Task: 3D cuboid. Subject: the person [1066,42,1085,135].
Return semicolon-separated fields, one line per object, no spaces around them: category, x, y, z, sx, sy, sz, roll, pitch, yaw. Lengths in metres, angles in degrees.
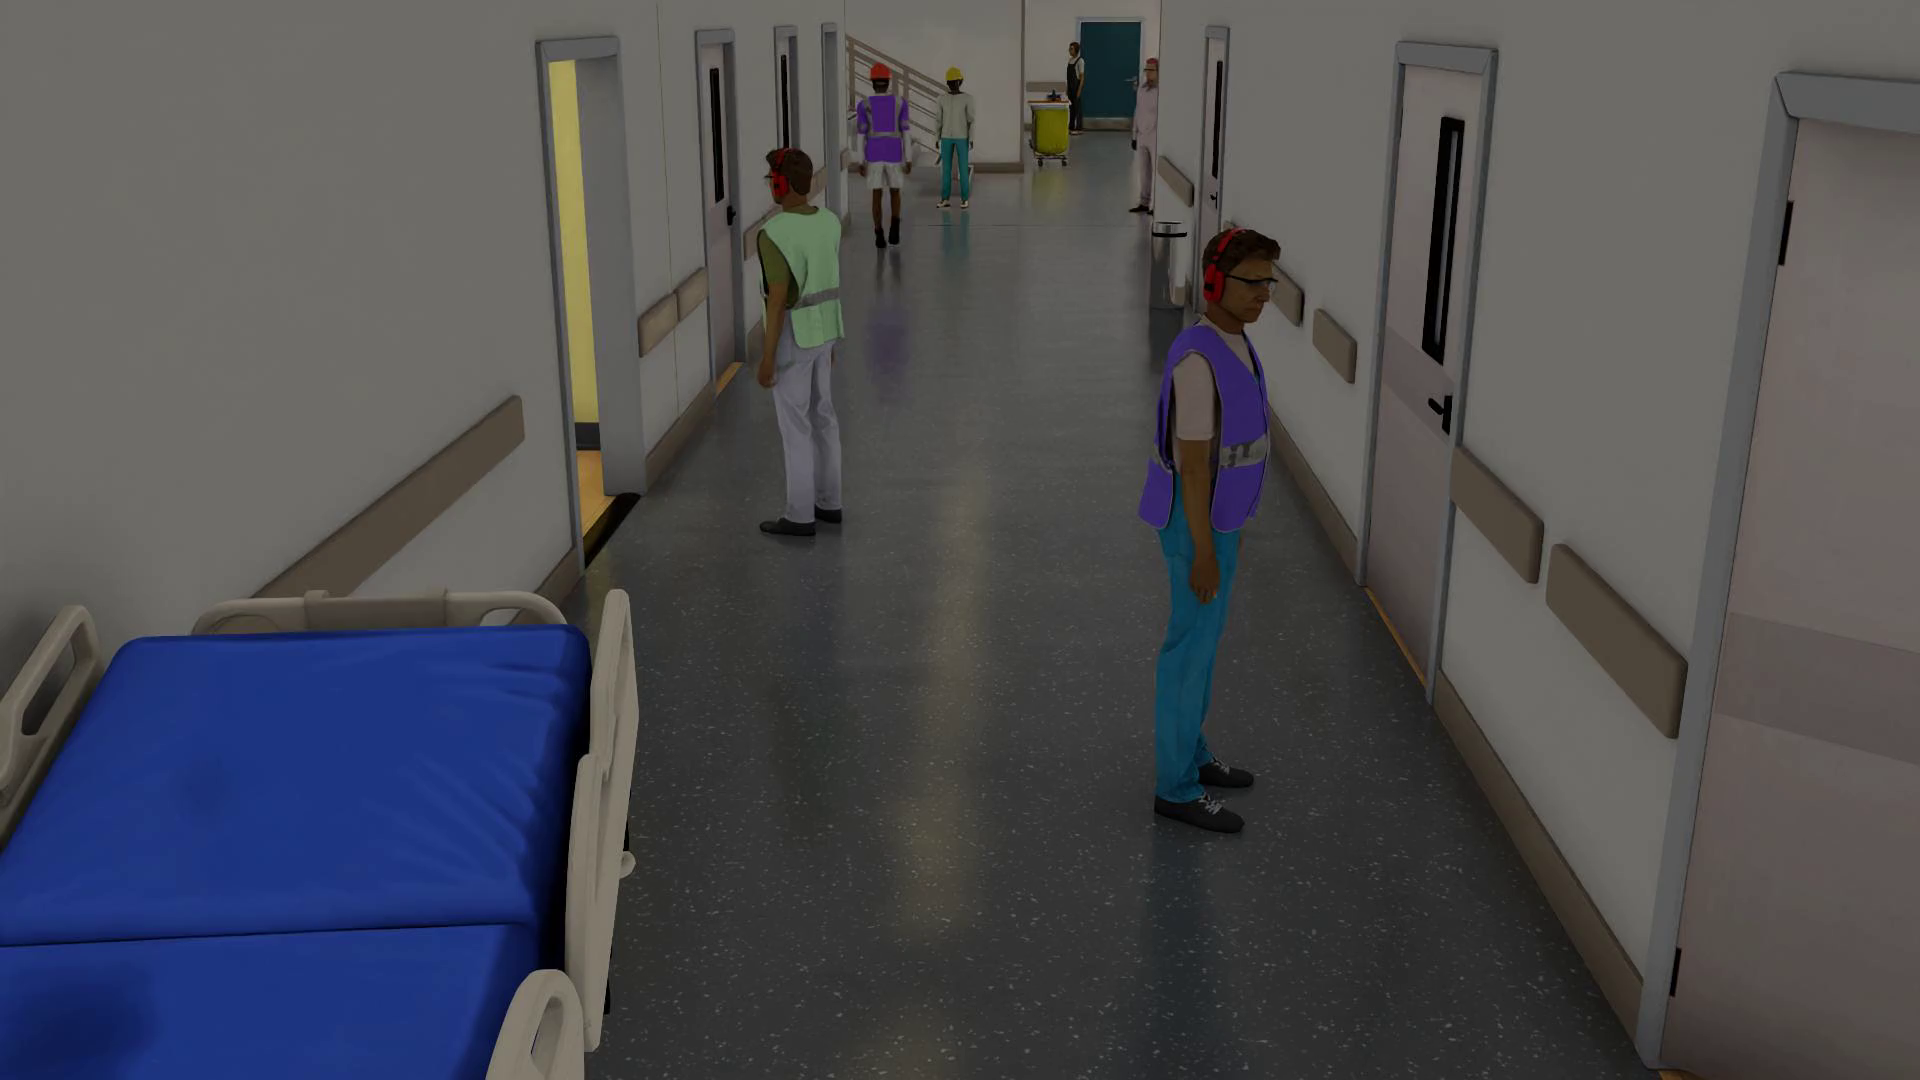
person;2.329;-9.197;33.911;0.343;1.847;0.506;-10;20;-28

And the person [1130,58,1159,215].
person;2.385;-5.017;20.702;0.398;1.900;0.652;-12;21;-34

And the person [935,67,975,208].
person;-0.071;-5.145;21.311;0.533;1.767;0.312;5;18;17

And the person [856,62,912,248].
person;-0.810;-4.081;17.707;0.583;1.925;0.493;-2;18;-5

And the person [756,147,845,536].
person;-0.748;-0.932;7.945;0.371;1.843;0.569;9;20;27

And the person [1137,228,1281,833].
person;0.758;-0.033;5.129;0.395;1.839;0.564;6;19;18
